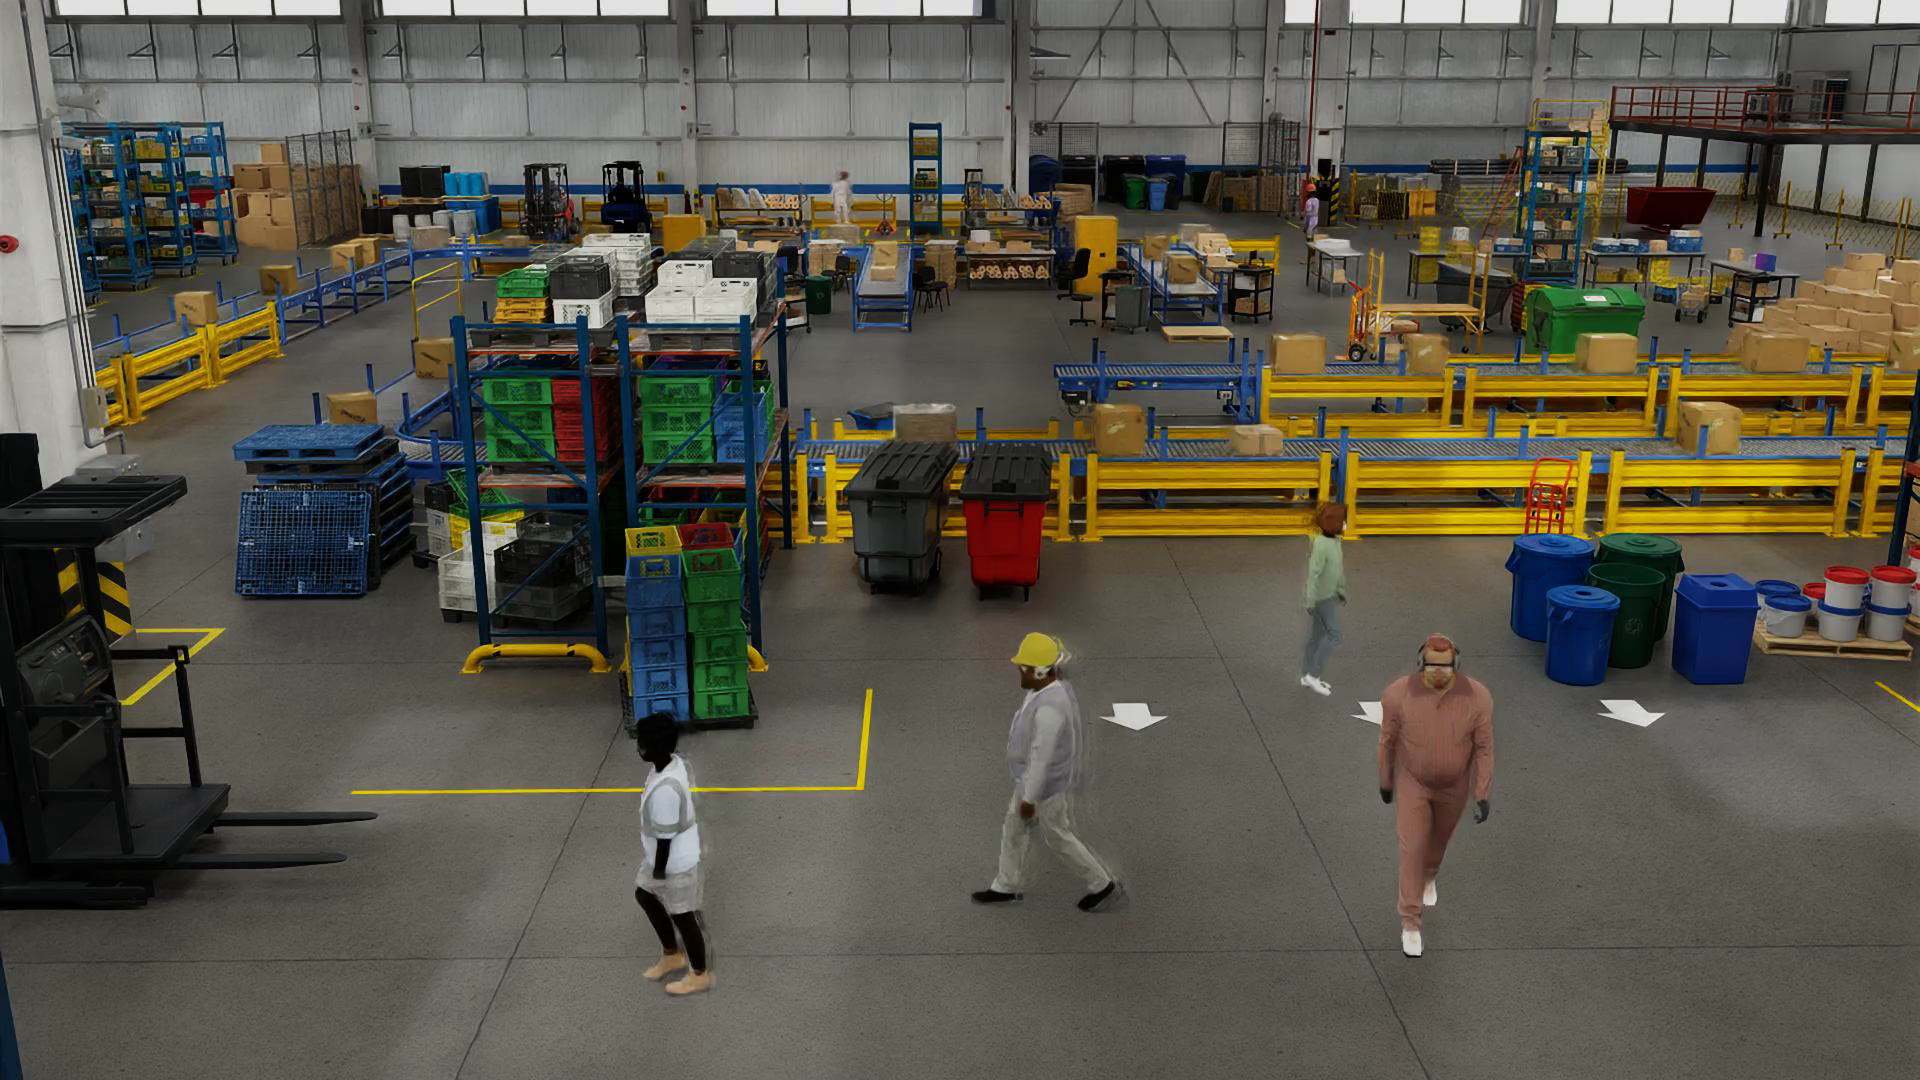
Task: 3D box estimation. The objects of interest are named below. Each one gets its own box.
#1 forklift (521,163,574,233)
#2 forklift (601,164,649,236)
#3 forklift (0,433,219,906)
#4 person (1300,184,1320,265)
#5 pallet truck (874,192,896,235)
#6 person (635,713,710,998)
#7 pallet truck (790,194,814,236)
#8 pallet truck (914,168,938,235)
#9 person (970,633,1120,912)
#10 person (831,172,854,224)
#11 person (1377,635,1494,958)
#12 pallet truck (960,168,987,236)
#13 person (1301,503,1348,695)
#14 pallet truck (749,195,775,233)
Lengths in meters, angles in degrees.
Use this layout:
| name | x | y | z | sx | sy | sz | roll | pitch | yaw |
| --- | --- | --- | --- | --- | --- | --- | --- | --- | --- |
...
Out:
| name | x | y | z | sx | sy | sz | roll | pitch | yaw |
| --- | --- | --- | --- | --- | --- | --- | --- | --- | --- |
| forklift | -12.233 | -10.122 | 49.298 | 1.157 | 1.987 | 2.680 | 0 | 16 | -1 |
| forklift | -9.948 | -10.127 | 49.296 | 1.157 | 1.987 | 2.680 | -1 | 16 | -3 |
| forklift | -5.952 | 0.780 | 10.366 | 1.873 | 2.768 | 1.129 | 0 | 16 | -1 |
| person | 8.995 | -8.115 | 42.771 | 0.385 | 2.045 | 0.605 | 10 | 19 | 32 |
| pallet truck | -2.277 | -9.986 | 50.594 | 0.653 | 1.274 | 1.630 | 0 | 16 | -1 |
| person | -1.630 | 1.741 | 9.140 | 0.514 | 1.678 | 0.548 | -3 | 16 | -9 |
| pallet truck | -4.814 | -9.883 | 50.259 | 0.704 | 1.261 | 1.522 | -1 | 16 | -3 |
| pallet truck | -0.989 | -10.316 | 50.507 | 0.823 | 1.965 | 1.885 | 1 | 16 | 3 |
| person | 0.551 | 1.423 | 10.065 | 0.885 | 1.800 | 0.589 | -1 | 16 | -4 |
| person | -3.540 | -10.182 | 50.283 | 0.705 | 1.872 | 0.414 | 2 | 16 | 9 |
| person | 2.816 | 1.439 | 9.910 | 0.641 | 1.863 | 0.977 | 2 | 16 | 6 |
| pallet truck | 0.383 | -10.230 | 50.206 | 0.823 | 1.965 | 1.885 | -1 | 16 | -3 |
| person | 3.020 | 0.476 | 13.663 | 0.429 | 1.618 | 0.500 | 7 | 18 | 23 |
| pallet truck | -6.051 | -9.967 | 50.660 | 0.680 | 1.201 | 1.601 | 0 | 16 | -1 |
